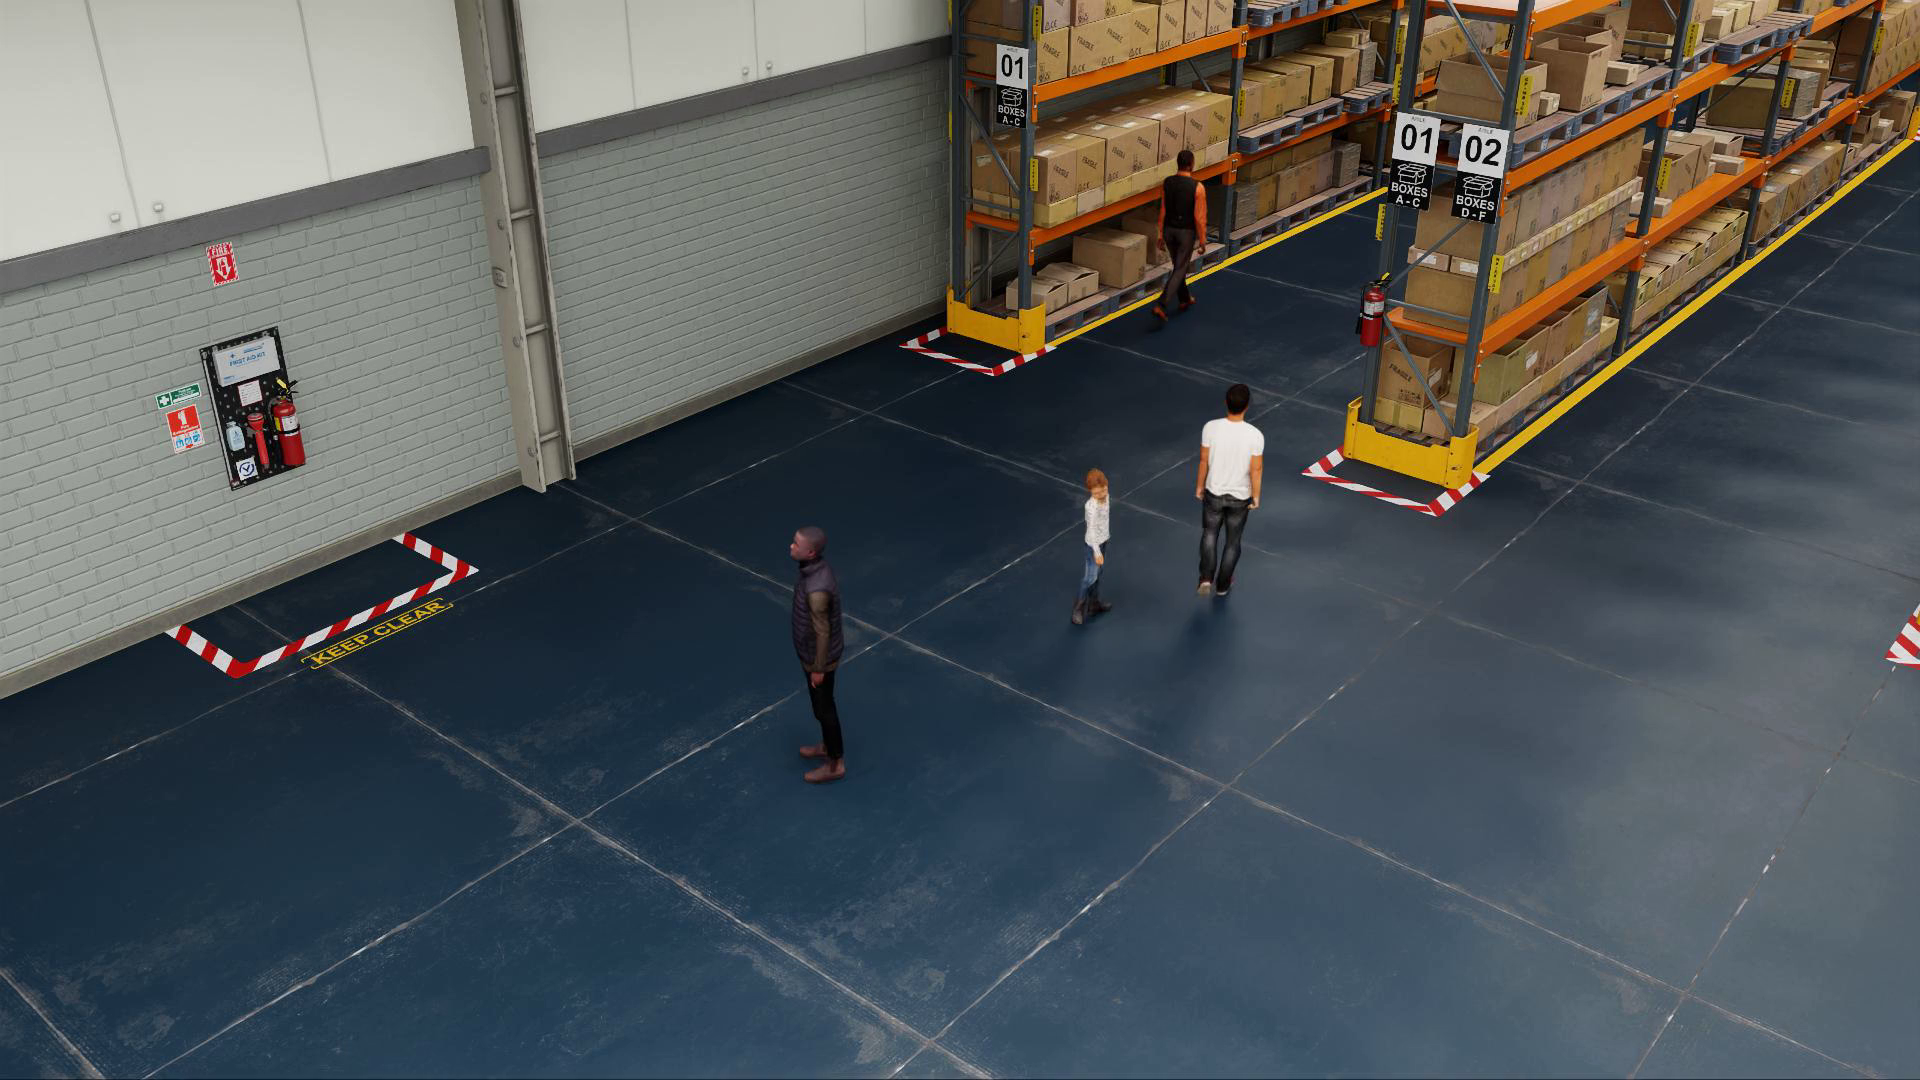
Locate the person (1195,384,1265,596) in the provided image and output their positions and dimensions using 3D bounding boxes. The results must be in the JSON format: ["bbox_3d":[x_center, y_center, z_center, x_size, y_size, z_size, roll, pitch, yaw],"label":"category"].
[{"bbox_3d":[2.032,-0.327,12.782,0.819,1.790,0.947,9,29,17],"label":"person"}]

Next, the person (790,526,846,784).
[{"bbox_3d":[-0.911,0.727,10.755,0.806,1.835,0.773,-5,28,-9],"label":"person"}]

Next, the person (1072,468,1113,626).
[{"bbox_3d":[1.043,0.012,12.669,0.689,1.298,0.527,3,28,5],"label":"person"}]

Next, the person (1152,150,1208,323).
[{"bbox_3d":[2.376,-3.296,18.273,0.759,1.869,1.275,19,33,31],"label":"person"}]
